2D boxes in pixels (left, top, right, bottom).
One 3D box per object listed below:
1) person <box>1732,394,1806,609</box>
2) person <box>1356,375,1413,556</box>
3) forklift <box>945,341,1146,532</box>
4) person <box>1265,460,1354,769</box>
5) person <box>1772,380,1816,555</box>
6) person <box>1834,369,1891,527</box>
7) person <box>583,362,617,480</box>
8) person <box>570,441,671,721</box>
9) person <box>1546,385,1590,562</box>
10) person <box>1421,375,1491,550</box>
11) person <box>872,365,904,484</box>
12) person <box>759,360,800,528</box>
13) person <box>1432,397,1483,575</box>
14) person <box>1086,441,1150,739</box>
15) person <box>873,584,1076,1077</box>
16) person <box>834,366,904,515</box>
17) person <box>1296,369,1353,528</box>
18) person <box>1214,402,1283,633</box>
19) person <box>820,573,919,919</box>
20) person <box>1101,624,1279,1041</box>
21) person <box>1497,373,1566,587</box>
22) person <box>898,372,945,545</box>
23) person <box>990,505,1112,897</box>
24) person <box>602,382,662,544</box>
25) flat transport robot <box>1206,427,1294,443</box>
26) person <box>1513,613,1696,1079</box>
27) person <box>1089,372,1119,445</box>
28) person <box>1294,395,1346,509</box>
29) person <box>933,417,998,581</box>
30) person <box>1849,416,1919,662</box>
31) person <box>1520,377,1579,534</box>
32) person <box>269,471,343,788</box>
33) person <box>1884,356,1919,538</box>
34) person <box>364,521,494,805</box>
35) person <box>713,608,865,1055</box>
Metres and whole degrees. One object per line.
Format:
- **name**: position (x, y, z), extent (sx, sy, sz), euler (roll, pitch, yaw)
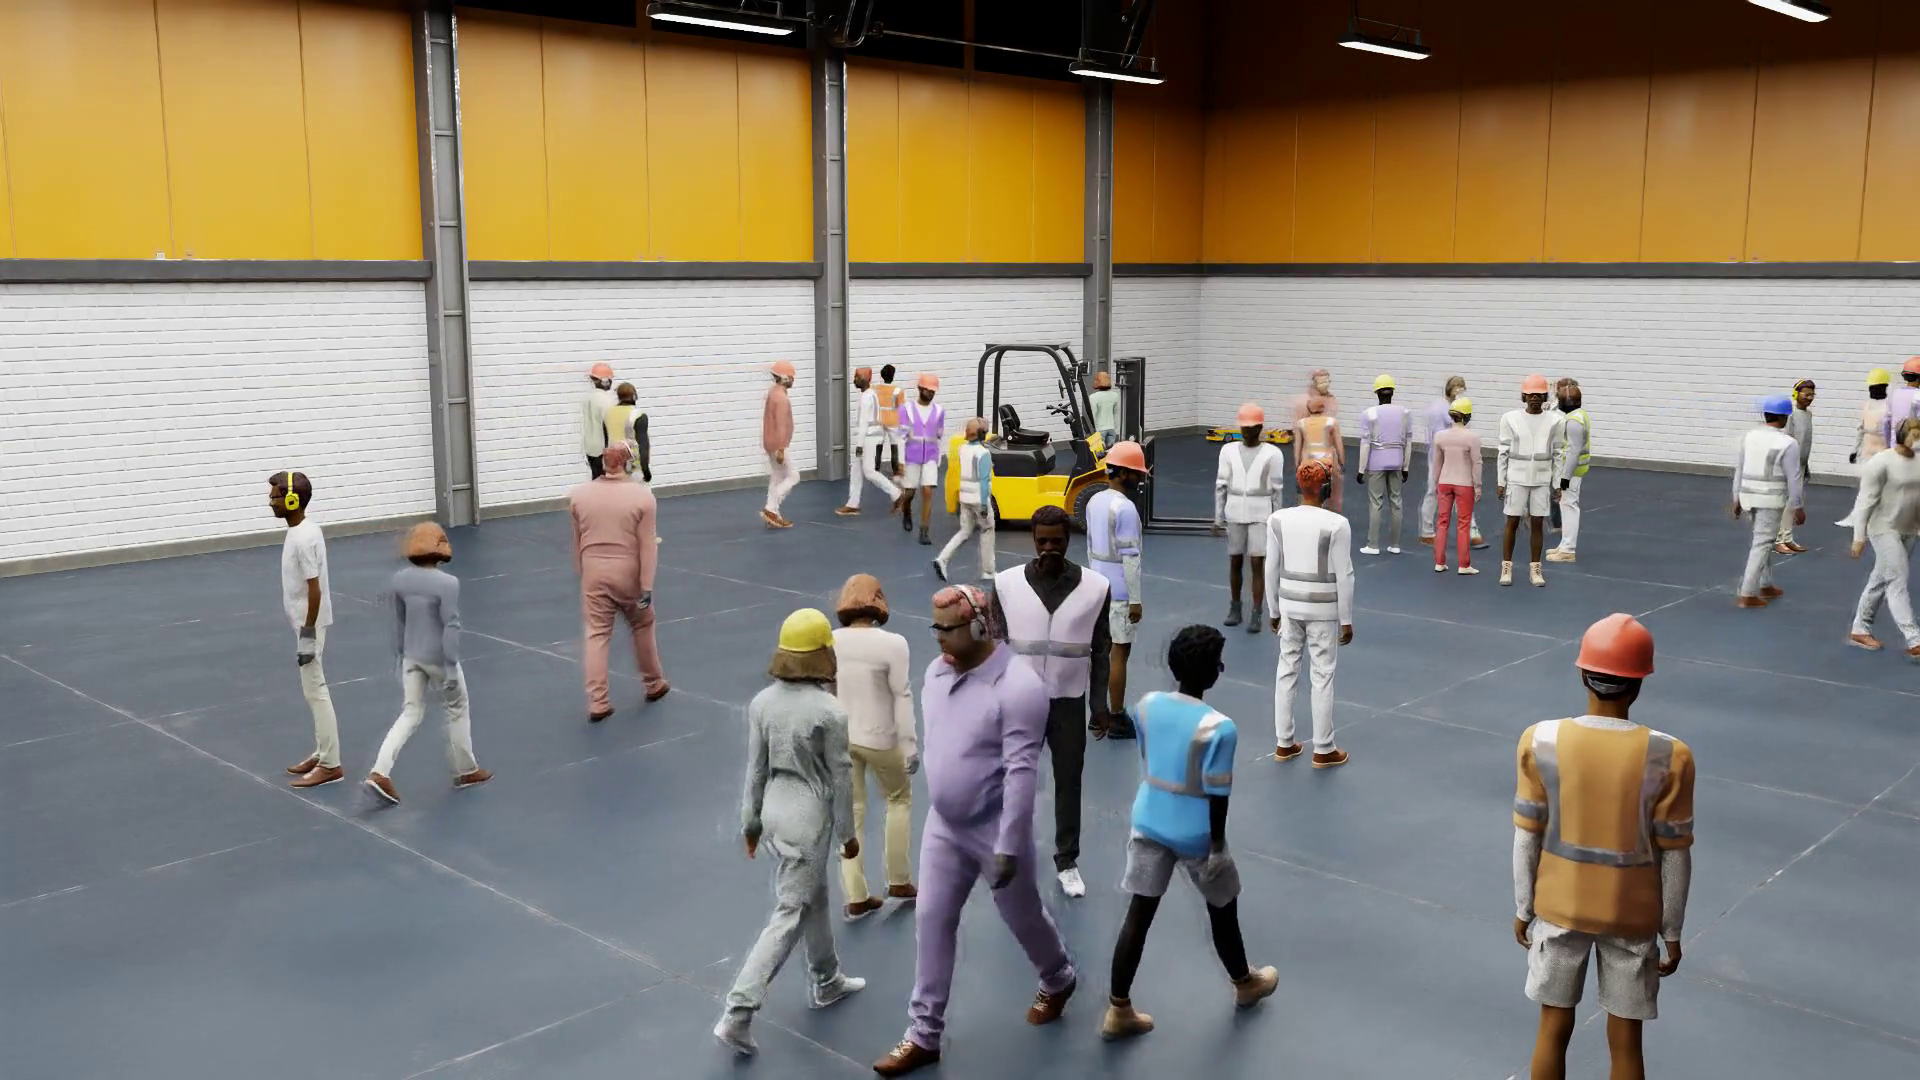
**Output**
- **person**: position (7.316, -0.342, 14.901), extent (0.825, 1.917, 0.627), euler (-3, 10, -19)
- **person**: position (4.490, -0.789, 17.640), extent (0.586, 1.917, 0.381), euler (-2, 9, -11)
- **forklift**: position (0.977, -1.223, 19.452), extent (2.313, 2.155, 1.214), euler (2, 9, 11)
- **person**: position (2.136, 0.449, 10.153), extent (0.574, 1.883, 0.355), euler (8, 12, 39)
- **person**: position (8.924, -0.779, 17.748), extent (0.521, 1.863, 0.319), euler (-7, 12, -36)
- **person**: position (10.852, -1.080, 19.600), extent (0.999, 1.878, 0.602), euler (-1, 9, -5)
- **person**: position (-4.102, -1.037, 18.993), extent (0.455, 1.980, 0.619), euler (-8, 12, -40)
- **person**: position (-2.323, 0.253, 11.420), extent (0.646, 1.865, 0.944), euler (2, 9, 9)
- **person**: position (6.309, -0.691, 17.291), extent (0.429, 1.838, 0.621), euler (4, 10, 22)
- **person**: position (5.354, -0.814, 17.893), extent (0.618, 1.892, 0.916), euler (-5, 11, -30)
- **person**: position (-1.031, -1.633, 23.518), extent (0.515, 1.690, 0.320), euler (3, 10, 16)
- **person**: position (-2.075, -1.105, 19.392), extent (0.438, 1.972, 0.633), euler (-4, 10, -22)
- **person**: position (4.946, -0.534, 16.539), extent (0.524, 1.769, 0.315), euler (9, 13, 44)
- **person**: position (1.036, 0.323, 10.793), extent (0.374, 1.928, 0.543), euler (-4, 10, -23)
- **person**: position (0.098, 1.076, 6.424), extent (0.647, 1.866, 0.962), euler (8, 13, 42)
- **person**: position (-1.094, -1.209, 20.426), extent (0.850, 1.856, 0.593), euler (-1, 9, -4)
- **person**: position (4.234, -1.042, 19.299), extent (0.658, 1.879, 0.754), euler (-6, 11, -32)
- **person**: position (2.420, -0.199, 13.997), extent (0.554, 1.936, 0.389), euler (4, 10, 23)
- **person**: position (-0.407, 0.957, 7.853), extent (0.569, 1.602, 0.559), euler (4, 10, 25)
- **person**: position (0.916, 1.139, 6.619), extent (0.875, 1.644, 0.533), euler (-8, 13, -42)
- **person**: position (5.447, -0.567, 15.893), extent (0.605, 2.045, 0.377), euler (2, 9, 11)
- **person**: position (-0.452, -0.925, 18.508), extent (0.567, 1.909, 0.743), euler (-2, 10, -14)
- **person**: position (0.435, 0.772, 8.065), extent (0.590, 1.919, 0.397), euler (0, 9, 1)
- **person**: position (-3.653, -0.811, 18.126), extent (0.621, 1.814, 0.726), euler (7, 12, 37)
- **flat transport robot**: position (5.103, -1.860, 29.241), extent (1.431, 0.197, 0.652), euler (4, 10, 20)
- **person**: position (2.077, 1.194, 5.418), extent (0.545, 1.938, 0.362), euler (5, 10, 26)
- **person**: position (1.953, -1.480, 22.740), extent (0.499, 1.634, 0.285), euler (-6, 11, -33)
- **person**: position (4.084, -0.861, 19.014), extent (0.557, 1.601, 0.795), euler (5, 11, 29)
- **person**: position (0.100, -0.384, 16.072), extent (0.700, 1.614, 0.524), euler (-6, 11, -32)
- **person**: position (7.373, -0.005, 12.906), extent (0.653, 1.890, 0.996), euler (-4, 10, -22)
- **person**: position (6.712, -0.937, 18.875), extent (0.680, 1.826, 0.533), euler (-1, 9, -7)
- **person**: position (-3.851, 0.518, 9.776), extent (0.310, 1.868, 0.533), euler (-4, 10, -22)
- **person**: position (10.757, -1.051, 18.846), extent (0.361, 2.048, 0.614), euler (-3, 10, -16)
- **person**: position (-3.087, 0.695, 9.526), extent (0.511, 1.605, 0.794), euler (5, 10, 28)
- **person**: position (-0.690, 1.124, 6.554), extent (0.475, 1.705, 0.869), euler (9, 13, 42)
